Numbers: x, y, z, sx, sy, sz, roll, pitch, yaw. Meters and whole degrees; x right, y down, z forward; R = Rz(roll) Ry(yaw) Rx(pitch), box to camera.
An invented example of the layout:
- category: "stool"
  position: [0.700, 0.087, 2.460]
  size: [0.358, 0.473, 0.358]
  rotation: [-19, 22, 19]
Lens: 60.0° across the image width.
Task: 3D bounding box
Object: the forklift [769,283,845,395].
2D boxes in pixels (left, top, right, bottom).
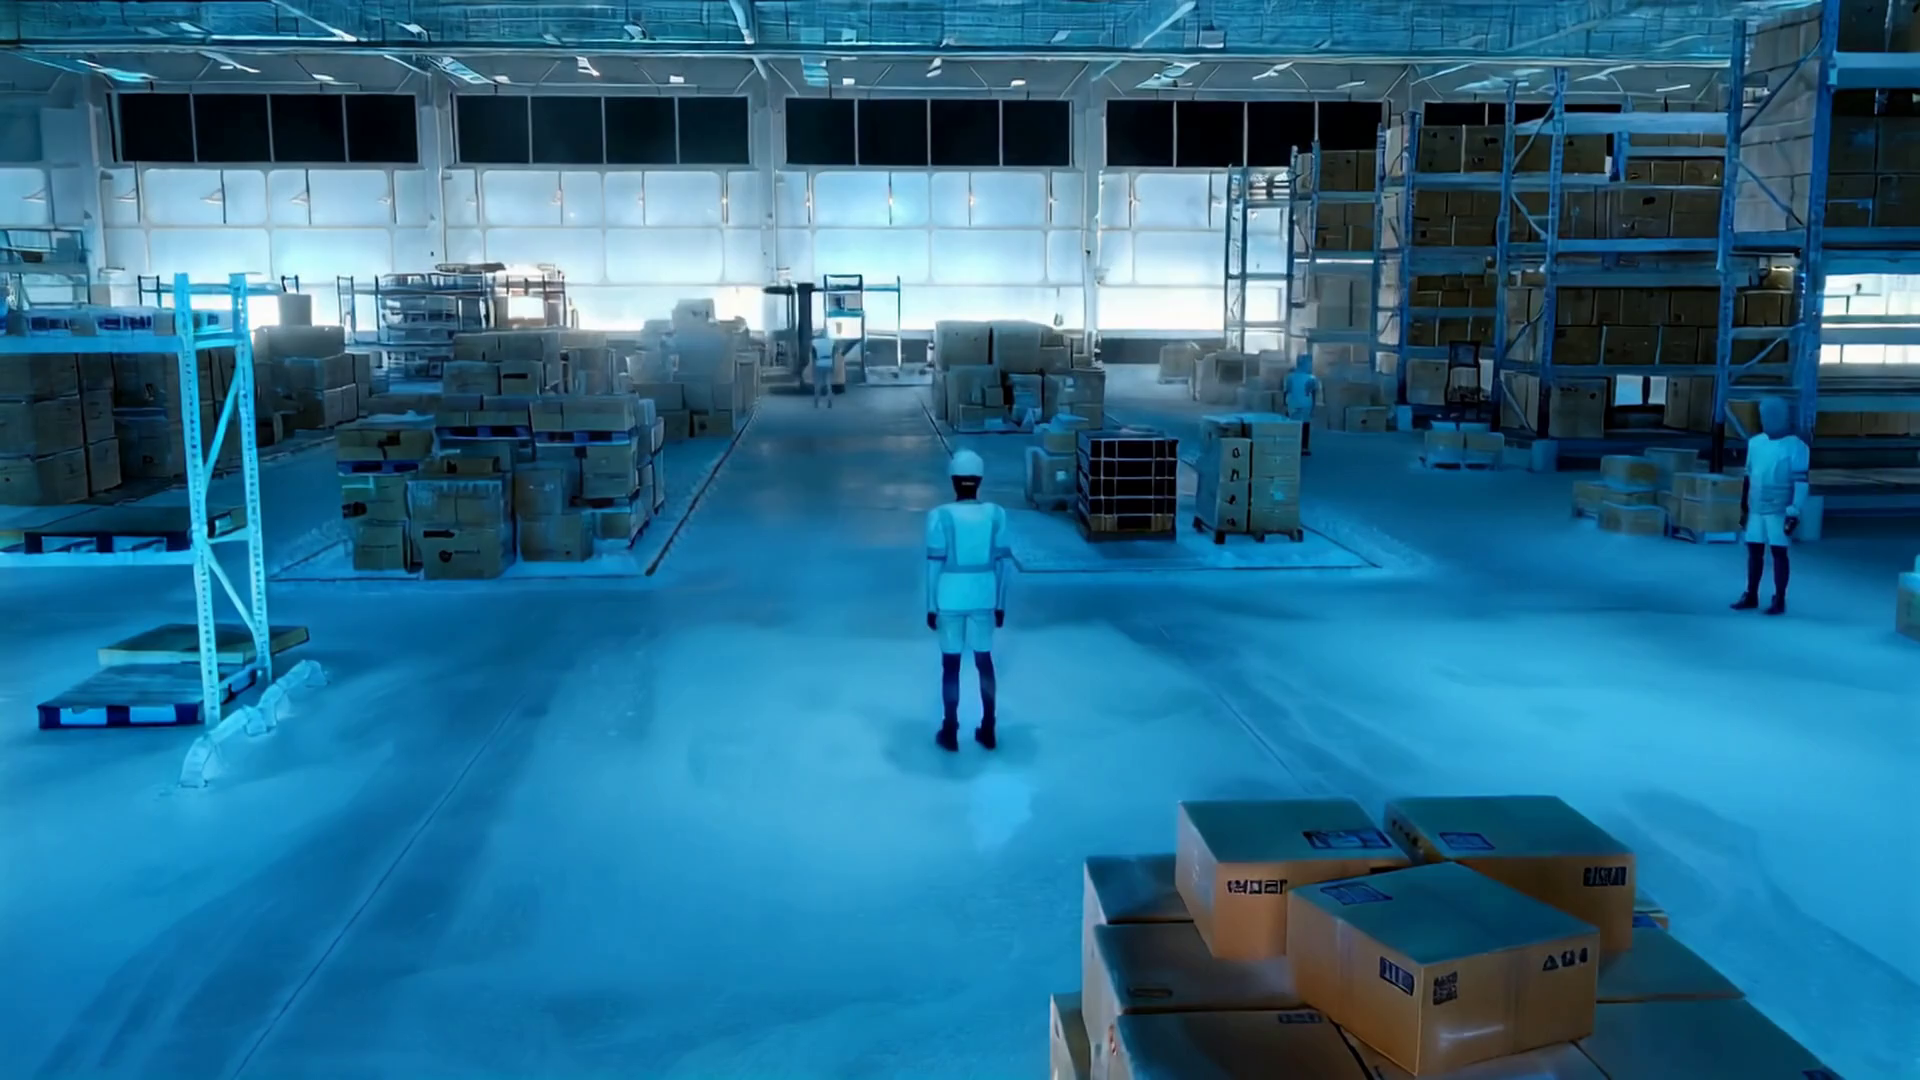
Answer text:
- category: "forklift"
  position: [-3.855, -5.072, 41.875]
  size: [1.873, 2.768, 1.129]
  rotation: [-1, 9, -4]

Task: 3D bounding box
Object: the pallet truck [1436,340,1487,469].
- category: "pallet truck"
  position: [8.004, -2.170, 26.422]
  size: [0.823, 1.965, 1.885]
  rotation: [2, 9, 14]

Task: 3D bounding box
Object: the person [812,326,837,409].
- category: "person"
  position: [-3.097, -3.916, 37.777]
  size: [0.616, 1.865, 1.021]
  rotation: [-4, 10, -22]

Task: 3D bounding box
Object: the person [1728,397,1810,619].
- category: "person"
  position: [7.165, -0.286, 14.714]
  size: [0.369, 1.958, 0.602]
  rotation: [-4, 10, -26]

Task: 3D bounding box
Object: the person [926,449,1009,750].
- category: "person"
  position: [0.038, 0.381, 10.638]
  size: [0.539, 1.930, 0.387]
  rotation: [-3, 10, -19]

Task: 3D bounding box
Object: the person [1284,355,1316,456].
- category: "person"
  position: [5.692, -2.246, 27.839]
  size: [0.535, 1.697, 0.318]
  rotation: [3, 10, 19]
